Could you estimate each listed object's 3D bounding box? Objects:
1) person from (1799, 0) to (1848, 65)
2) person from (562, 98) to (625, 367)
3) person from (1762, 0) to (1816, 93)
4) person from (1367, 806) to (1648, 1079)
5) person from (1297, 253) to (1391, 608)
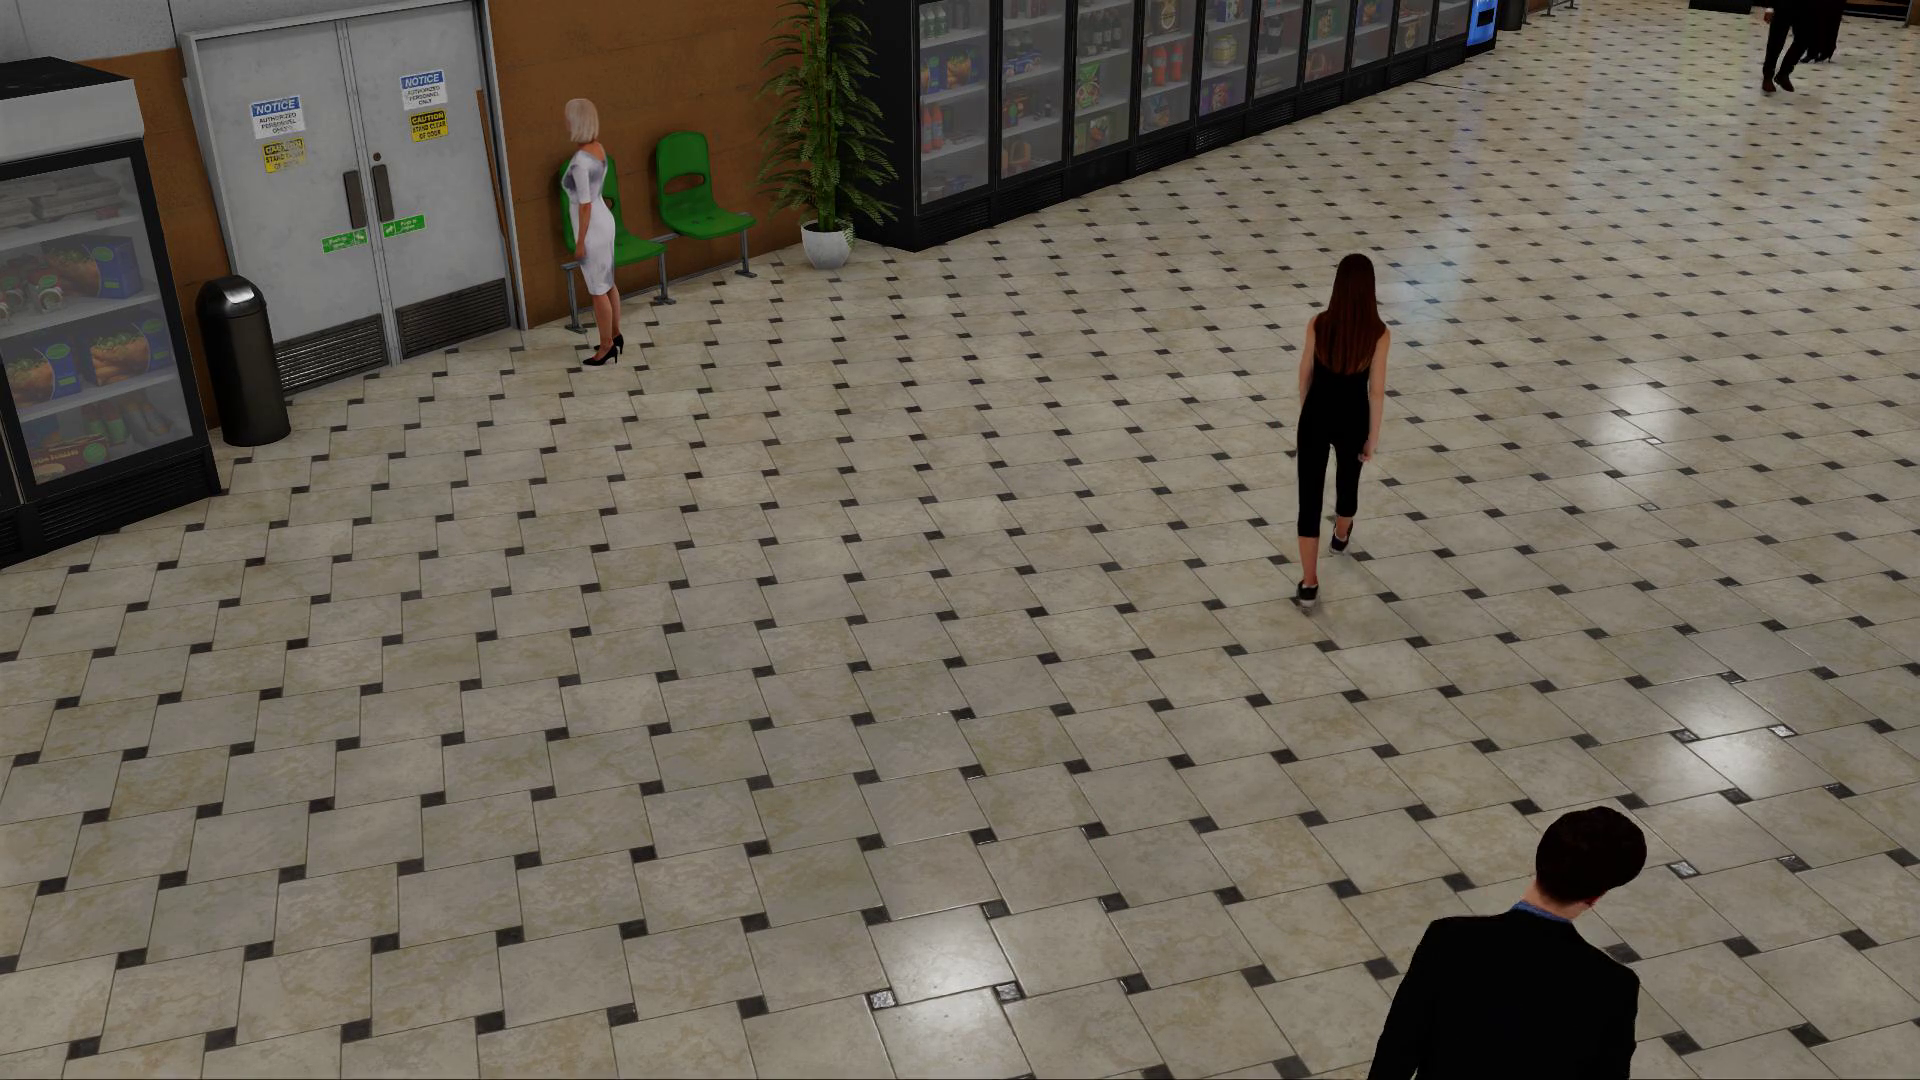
[{"bbox_3d":[10.580,-6.645,20.024,0.716,1.757,0.663,-18,32,-32],"label":"person"},{"bbox_3d":[-2.397,-2.016,10.900,0.672,1.752,0.640,2,27,4],"label":"person"},{"bbox_3d":[9.232,-5.967,18.542,0.852,1.887,0.929,0,27,0],"label":"person"},{"bbox_3d":[1.182,1.478,3.916,0.735,1.839,0.900,2,27,5],"label":"person"},{"bbox_3d":[1.764,-0.482,7.948,1.093,1.687,0.936,7,28,13],"label":"person"}]
